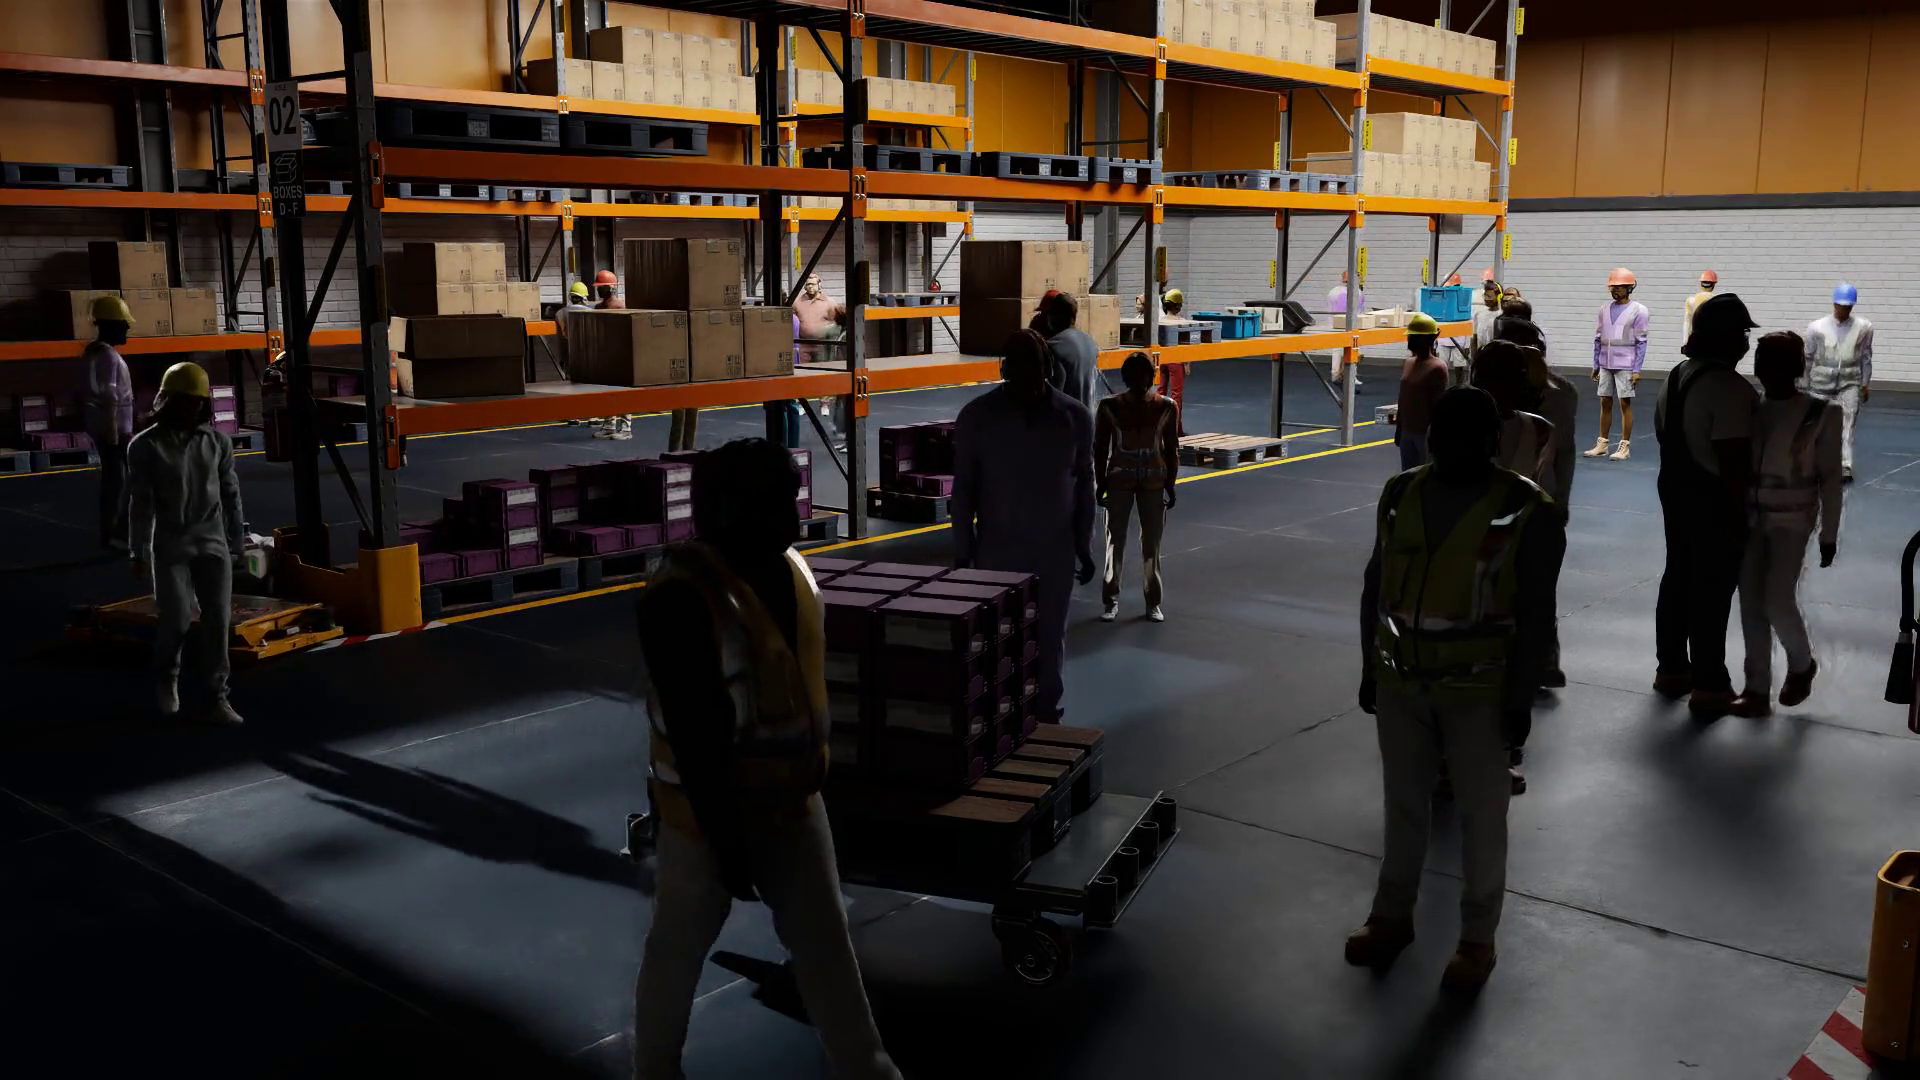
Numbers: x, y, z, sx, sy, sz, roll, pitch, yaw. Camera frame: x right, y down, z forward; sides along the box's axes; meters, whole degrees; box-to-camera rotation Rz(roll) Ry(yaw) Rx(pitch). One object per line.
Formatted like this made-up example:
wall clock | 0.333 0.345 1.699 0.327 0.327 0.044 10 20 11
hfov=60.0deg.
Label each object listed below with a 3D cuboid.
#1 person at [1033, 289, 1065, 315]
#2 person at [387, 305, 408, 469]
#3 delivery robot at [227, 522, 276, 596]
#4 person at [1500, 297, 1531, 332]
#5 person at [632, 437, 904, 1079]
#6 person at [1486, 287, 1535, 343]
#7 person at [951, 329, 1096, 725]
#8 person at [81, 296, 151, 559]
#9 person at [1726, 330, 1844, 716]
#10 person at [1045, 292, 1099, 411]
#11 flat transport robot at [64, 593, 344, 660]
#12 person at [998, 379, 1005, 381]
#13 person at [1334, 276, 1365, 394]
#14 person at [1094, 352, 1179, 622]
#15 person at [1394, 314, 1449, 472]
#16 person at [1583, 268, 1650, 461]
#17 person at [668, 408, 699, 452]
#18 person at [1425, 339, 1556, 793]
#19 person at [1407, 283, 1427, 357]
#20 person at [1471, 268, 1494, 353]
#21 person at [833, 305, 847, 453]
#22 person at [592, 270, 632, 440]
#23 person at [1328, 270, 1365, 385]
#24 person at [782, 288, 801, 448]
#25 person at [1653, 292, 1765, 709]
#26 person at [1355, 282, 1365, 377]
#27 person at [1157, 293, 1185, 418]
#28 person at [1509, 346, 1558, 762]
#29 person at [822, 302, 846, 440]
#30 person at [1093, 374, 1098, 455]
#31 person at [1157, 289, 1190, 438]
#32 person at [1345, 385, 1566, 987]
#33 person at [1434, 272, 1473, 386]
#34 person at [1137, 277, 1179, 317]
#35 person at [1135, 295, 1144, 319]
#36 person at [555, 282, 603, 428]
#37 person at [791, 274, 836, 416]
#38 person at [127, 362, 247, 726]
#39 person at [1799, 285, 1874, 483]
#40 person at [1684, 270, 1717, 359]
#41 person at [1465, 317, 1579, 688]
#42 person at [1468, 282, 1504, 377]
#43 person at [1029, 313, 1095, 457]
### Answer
person | 0.722 -0.941 12.744 0.347 1.943 0.545 4 11 20
person | -5.866 -1.567 17.010 0.316 1.695 0.541 0 10 2
delivery robot | -4.441 0.134 10.305 0.477 0.478 0.707 -2 10 -9
person | 4.293 -0.888 12.590 0.525 1.898 0.698 2 10 14
person | -0.461 0.656 4.062 0.948 1.798 0.643 6 12 31
person | 5.734 -1.715 17.428 0.516 1.844 0.332 6 12 32
person | 0.288 0.029 7.324 0.652 1.906 0.402 -1 10 -7
person | -6.089 -0.802 12.050 0.471 1.913 0.595 -8 13 -38
person | 3.901 -0.069 7.982 0.449 1.870 0.593 -6 11 -30
person | 0.773 -0.830 12.123 0.354 1.936 0.635 7 12 34
flat transport robot | -4.313 0.467 9.482 1.431 0.197 0.652 4 11 22
person | 0.845 -3.651 28.286 0.592 1.913 0.394 -3 10 -15
person | 5.967 -3.166 25.463 0.555 1.924 0.568 -6 12 -30
person | 1.065 -0.318 10.058 0.514 1.641 0.309 0 10 2
person | 3.437 -0.806 12.476 0.315 1.769 0.523 -4 11 -20
person | 6.995 -1.864 17.718 0.374 2.044 0.605 -6 12 -32
person | -2.694 -1.422 16.360 0.266 1.631 0.507 6 12 30
person | 2.183 0.112 6.905 0.573 1.887 0.354 -1 10 -8
person | 7.675 -3.519 27.395 0.626 1.949 0.451 6 11 30
person | 7.586 -2.902 23.854 0.648 1.953 0.930 -1 10 -4
person | -1.244 -1.779 18.406 0.313 1.632 0.535 -2 10 -11
person | -4.122 -2.173 19.612 0.623 1.992 0.395 8 13 39
person | 6.399 -3.511 27.500 0.639 1.902 0.407 9 13 40
person | -1.893 -1.763 17.697 0.390 1.848 0.563 5 11 28
person | 3.754 -0.199 8.238 0.538 2.000 0.684 -1 10 -5
person | 6.961 -3.766 29.331 0.313 1.769 0.523 1 10 8
person | 2.601 -2.230 20.780 0.541 1.696 0.315 6 12 32
person | 2.418 0.054 7.401 0.403 1.827 0.600 4 11 22
person | -1.359 -1.990 19.619 0.531 1.614 0.458 6 11 29
person | 1.243 -1.759 17.750 0.516 1.828 0.946 7 12 36
person | 2.516 -2.084 19.753 0.523 1.769 0.314 9 14 43
person | 1.508 0.441 5.158 0.627 1.847 0.429 9 13 42
person | 6.726 -2.697 22.782 0.542 1.933 0.383 6 12 32
person | 2.810 -2.868 23.566 0.623 2.006 1.008 4 11 23
person | 2.427 -2.418 22.017 0.308 1.640 0.516 -4 11 -24
person | -4.775 -2.324 20.930 0.599 1.830 0.404 2 10 11
person | -1.979 -2.617 22.389 0.643 1.909 0.410 1 10 3
person | -3.653 0.020 7.870 0.531 1.723 0.530 9 13 42
person | 8.478 -1.507 16.122 0.641 1.898 0.809 4 11 22
person | 10.806 -2.940 24.148 0.551 1.932 0.378 7 12 34
person | 2.879 -0.182 8.555 0.633 1.891 0.986 1 10 5
person | 6.095 -2.017 19.098 0.514 1.866 0.332 7 12 34
person | 0.724 -0.792 12.365 0.644 1.795 0.955 8 13 37
